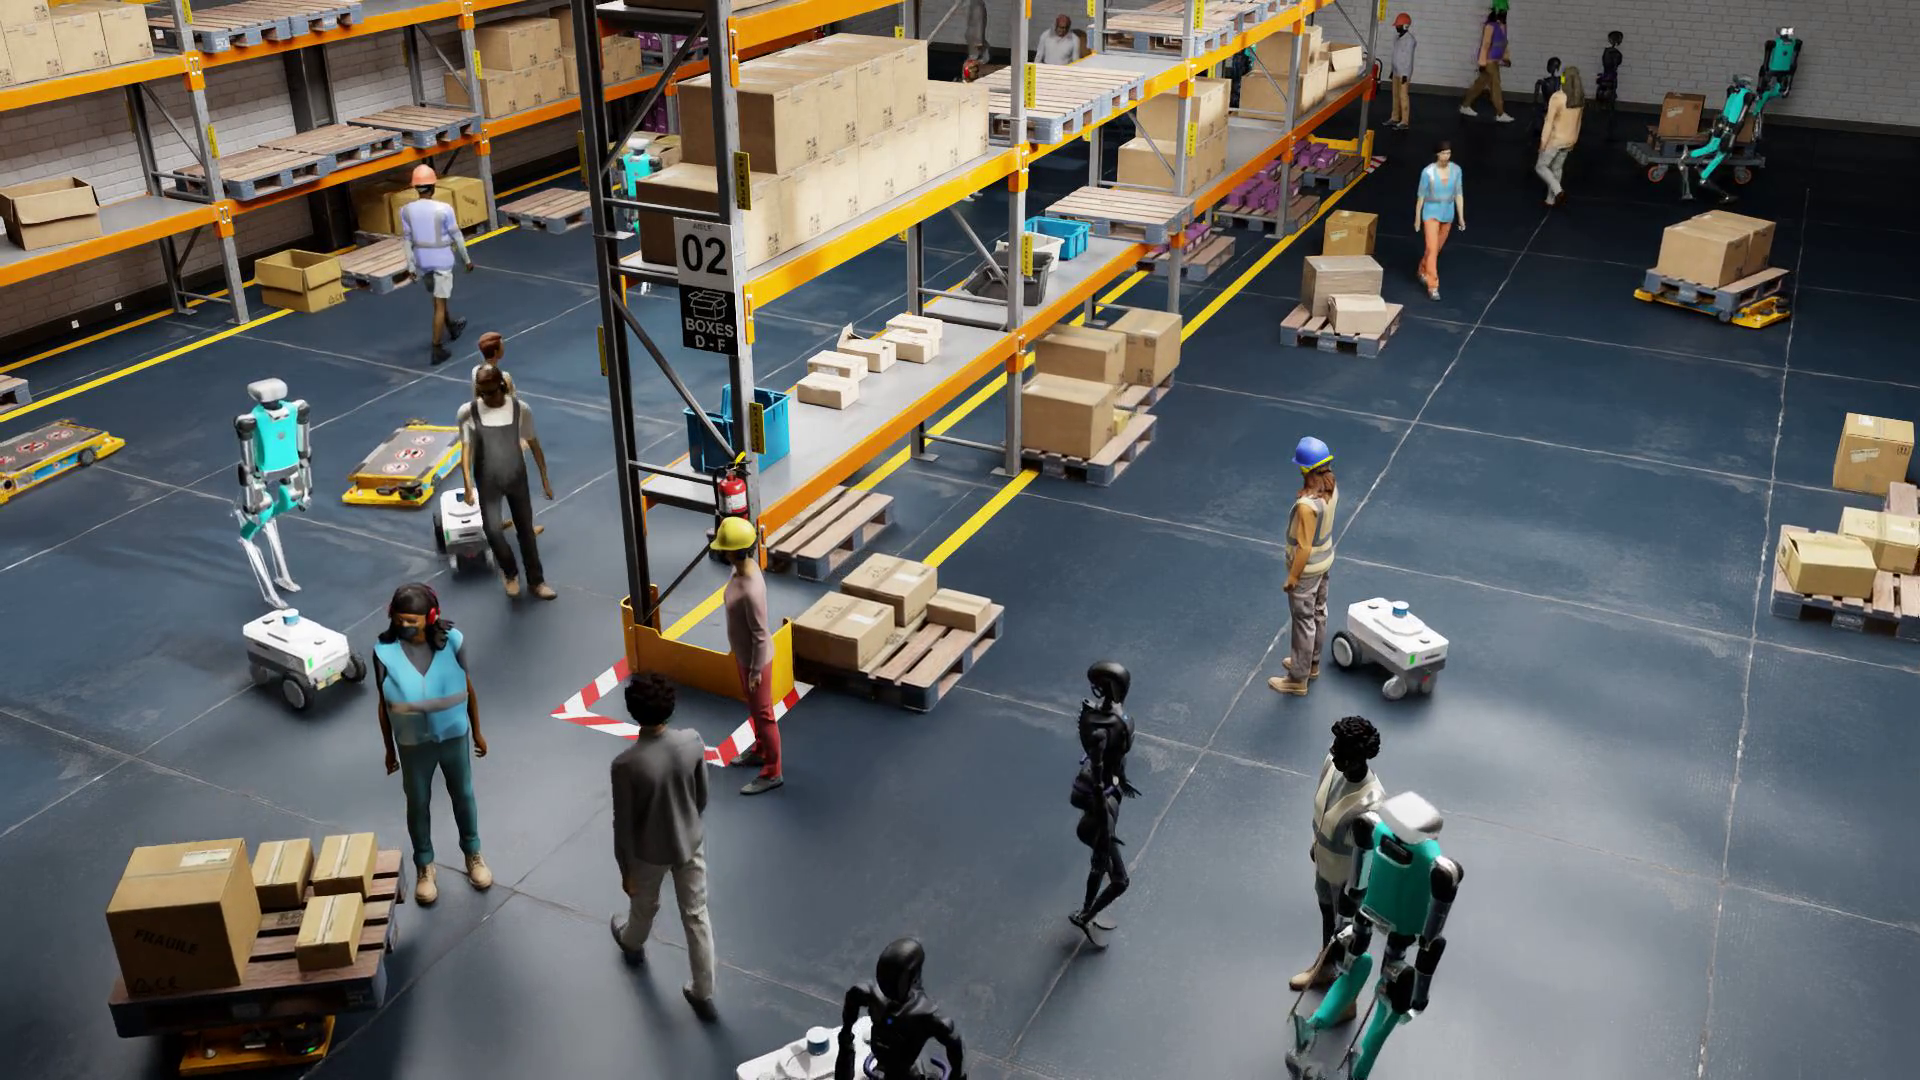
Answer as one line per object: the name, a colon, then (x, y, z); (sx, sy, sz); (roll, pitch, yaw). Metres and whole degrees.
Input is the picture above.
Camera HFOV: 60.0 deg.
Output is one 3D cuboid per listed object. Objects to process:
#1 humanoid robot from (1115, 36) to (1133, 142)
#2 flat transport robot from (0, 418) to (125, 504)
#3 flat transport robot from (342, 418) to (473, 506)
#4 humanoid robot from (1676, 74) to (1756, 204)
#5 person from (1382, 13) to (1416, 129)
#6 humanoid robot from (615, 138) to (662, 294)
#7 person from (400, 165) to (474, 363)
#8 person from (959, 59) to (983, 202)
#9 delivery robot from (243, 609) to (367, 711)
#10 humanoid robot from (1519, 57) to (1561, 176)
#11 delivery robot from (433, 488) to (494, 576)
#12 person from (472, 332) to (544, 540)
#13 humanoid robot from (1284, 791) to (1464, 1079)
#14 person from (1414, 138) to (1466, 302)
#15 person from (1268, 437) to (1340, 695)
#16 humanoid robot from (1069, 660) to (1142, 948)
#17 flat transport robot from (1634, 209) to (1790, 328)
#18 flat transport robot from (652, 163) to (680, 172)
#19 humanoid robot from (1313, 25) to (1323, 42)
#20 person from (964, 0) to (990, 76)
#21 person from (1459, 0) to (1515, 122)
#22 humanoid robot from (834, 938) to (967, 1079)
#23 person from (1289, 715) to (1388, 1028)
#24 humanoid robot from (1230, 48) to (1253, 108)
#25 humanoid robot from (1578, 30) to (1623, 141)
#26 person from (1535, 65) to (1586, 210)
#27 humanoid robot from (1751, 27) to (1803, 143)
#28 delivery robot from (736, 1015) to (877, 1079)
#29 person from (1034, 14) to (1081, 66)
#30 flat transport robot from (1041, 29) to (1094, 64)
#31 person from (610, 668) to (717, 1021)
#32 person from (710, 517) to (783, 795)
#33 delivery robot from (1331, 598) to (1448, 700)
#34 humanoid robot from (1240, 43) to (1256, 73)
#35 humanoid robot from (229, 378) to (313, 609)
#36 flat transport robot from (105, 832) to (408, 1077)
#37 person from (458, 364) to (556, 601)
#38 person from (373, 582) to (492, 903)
humanoid robot: (2.261, -6.820, 25.046); (0.799, 1.624, 0.590); (4, 27, 8)
flat transport robot: (-7.906, -0.659, 14.109); (0.659, 0.231, 1.431); (10, 28, 19)
flat transport robot: (-4.629, -0.664, 14.120); (0.659, 0.231, 1.431); (3, 26, 6)
humanoid robot: (9.713, -5.130, 21.494); (1.048, 1.720, 0.536); (-2, 26, -5)
person: (6.818, -7.286, 25.841); (0.375, 1.741, 0.562); (-7, 27, -14)
humanoid robot: (-3.404, -3.676, 18.632); (0.530, 1.790, 1.050); (7, 27, 14)
person: (-5.207, -2.790, 16.599); (0.563, 1.879, 1.008); (6, 27, 11)
person: (0.080, -5.410, 21.942); (0.379, 1.836, 0.561); (10, 28, 20)
delivery robot: (-4.353, 0.736, 10.954); (0.768, 0.581, 0.499); (16, 30, 28)
humanoid robot: (8.092, -5.827, 22.970); (0.584, 1.636, 0.586); (-9, 28, -17)
delivery robot: (-3.761, -0.114, 12.680); (0.499, 0.590, 0.793); (-8, 27, -16)
person: (-3.541, -0.806, 12.833); (0.446, 1.661, 0.289); (14, 30, 26)
humanoid robot: (1.708, 1.952, 7.206); (0.768, 1.796, 0.547); (-18, 32, -33)
person: (5.282, -3.594, 18.393); (0.503, 1.730, 0.885); (-4, 27, -8)
person: (2.232, 0.166, 10.748); (0.322, 1.772, 0.468); (16, 31, 29)
humanoid robot: (0.747, 1.325, 8.514); (0.341, 1.654, 0.601); (7, 27, 14)
flat transport robot: (8.159, -2.612, 18.053); (0.659, 0.231, 1.431); (-20, 33, -35)
flat transport robot: (-3.618, -5.060, 22.998); (0.659, 0.231, 1.431); (20, 33, 35)
humanoid robot: (4.988, -6.704, 24.715); (0.670, 1.840, 0.531); (6, 27, 12)
person: (0.267, -8.522, 28.263); (0.517, 1.800, 0.561); (-1, 26, -1)
person: (8.453, -7.634, 26.381); (0.991, 1.883, 0.547); (19, 32, 33)
humanoid robot: (-0.265, 2.279, 6.597); (0.615, 1.640, 0.572); (13, 29, 24)
person: (1.845, 1.574, 7.997); (0.319, 1.693, 0.531); (-6, 27, -12)
humanoid robot: (4.112, -6.581, 24.484); (0.475, 1.649, 0.589); (-12, 29, -23)
humanoid robot: (9.699, -6.820, 25.037); (0.762, 1.653, 0.585); (2, 26, 3)
person: (7.730, -5.143, 21.376); (0.571, 1.855, 0.525); (-11, 29, -22)
humanoid robot: (12.049, -6.773, 24.831); (0.551, 1.799, 0.807); (-1, 26, -3)
delivery robot: (-0.614, 2.445, 7.499); (0.753, 0.579, 0.499); (-14, 30, -26)
person: (1.479, -7.057, 25.235); (0.720, 1.864, 0.764); (8, 27, 16)
flat transport robot: (2.128, -7.961, 28.858); (1.431, 0.231, 0.659); (21, 33, 36)
person: (-1.476, 1.423, 8.118); (0.548, 1.862, 0.864); (-15, 30, -28)
person: (-1.250, 0.671, 9.736); (0.324, 1.766, 0.532); (-7, 27, -14)
delivery robot: (2.882, 0.681, 11.081); (0.500, 0.596, 0.767); (-13, 29, -24)
humanoid robot: (4.488, -6.621, 24.577); (0.816, 1.831, 0.543); (-19, 32, -33)
humanoid robot: (-4.947, -0.366, 11.849); (0.822, 1.747, 0.557); (20, 33, 35)
flat transport robot: (-3.466, 2.132, 8.471); (0.659, 0.231, 1.431); (-4, 27, -9)
person: (-3.218, -0.399, 11.826); (0.616, 1.828, 0.379); (-12, 29, -22)
person: (-2.801, 1.055, 8.847); (0.519, 1.865, 0.391); (-10, 28, -20)
